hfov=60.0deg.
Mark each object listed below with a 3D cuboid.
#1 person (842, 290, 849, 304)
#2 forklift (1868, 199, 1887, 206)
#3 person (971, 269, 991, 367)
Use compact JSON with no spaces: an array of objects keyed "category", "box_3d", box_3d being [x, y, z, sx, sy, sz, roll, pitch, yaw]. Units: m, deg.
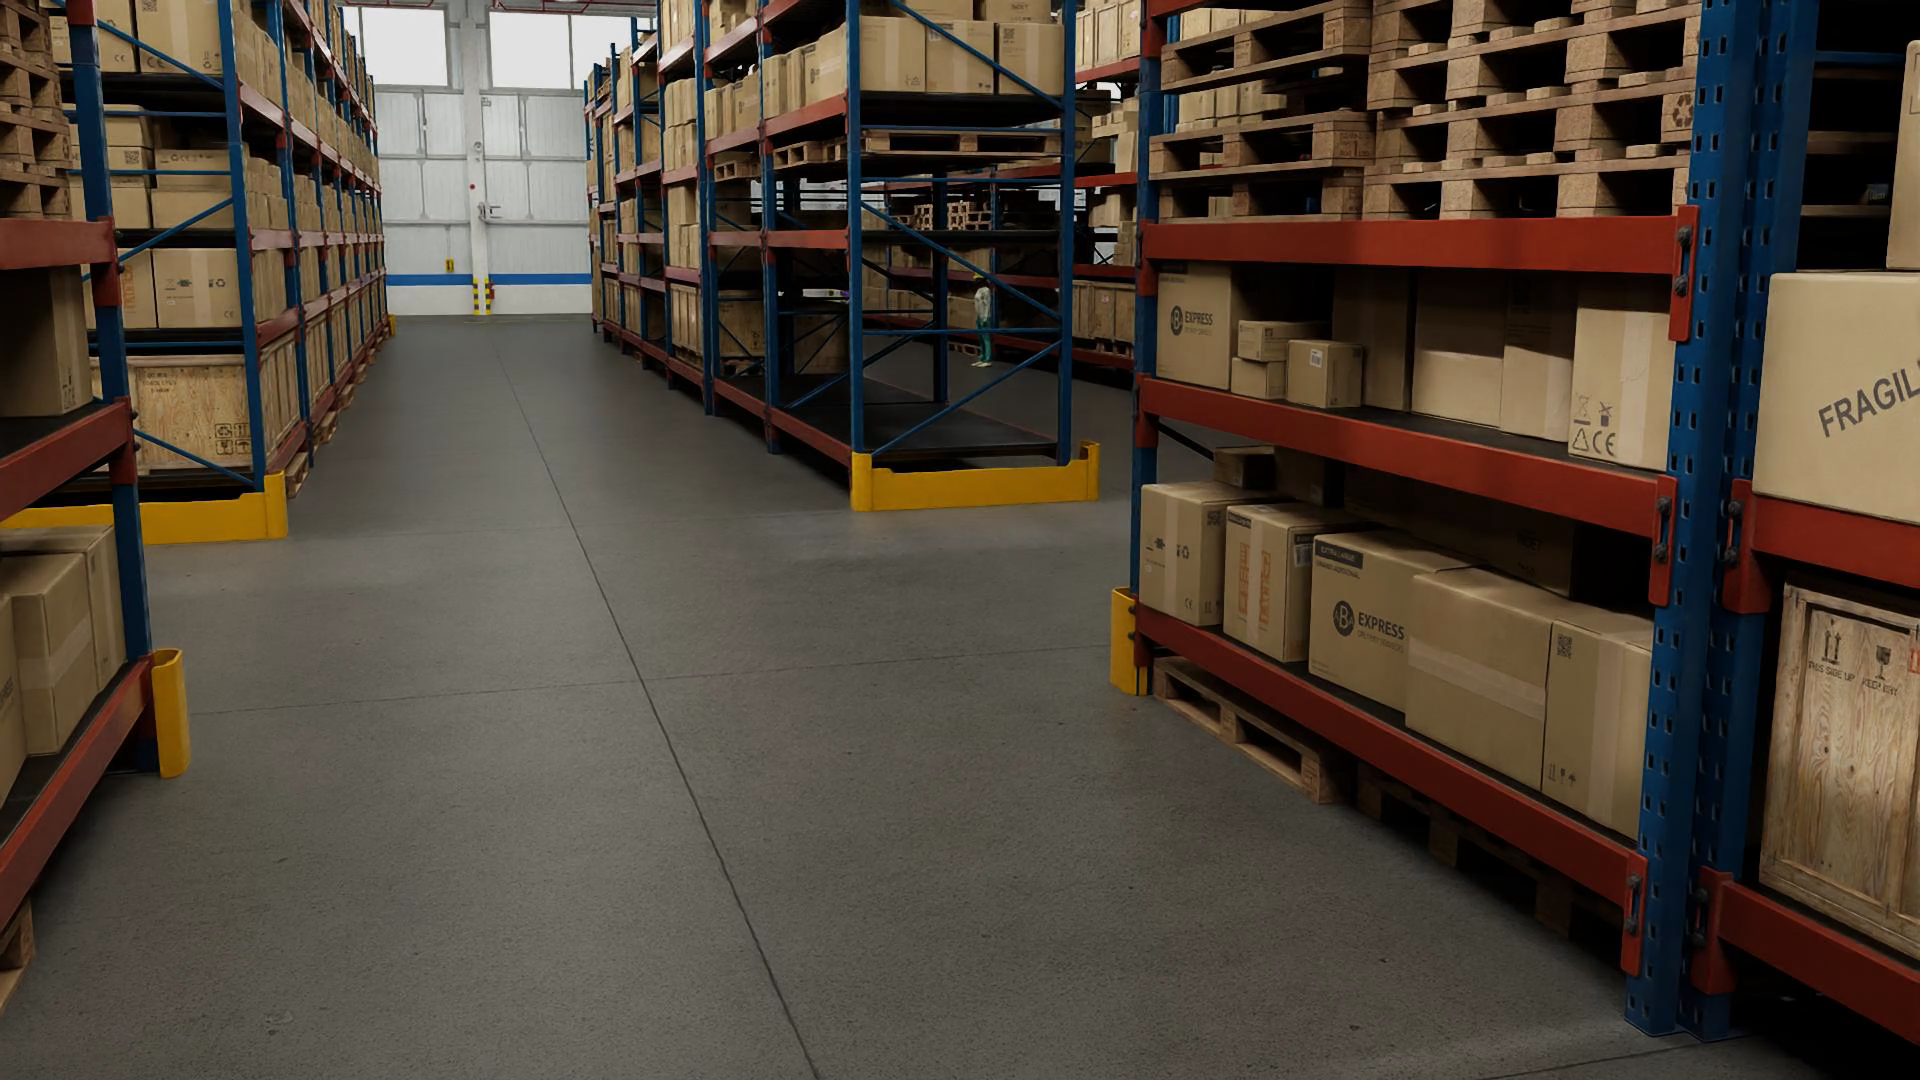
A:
[{"category":"person","box_3d":[-2.533,-5.451,37.567,0.372,1.928,0.543,-3,11,-16]},{"category":"forklift","box_3d":[11.338,-2.915,21.052,1.129,2.768,1.873,-3,11,-17]},{"category":"person","box_3d":[0.395,-4.009,30.104,0.314,1.769,0.524,-3,11,-16]}]
